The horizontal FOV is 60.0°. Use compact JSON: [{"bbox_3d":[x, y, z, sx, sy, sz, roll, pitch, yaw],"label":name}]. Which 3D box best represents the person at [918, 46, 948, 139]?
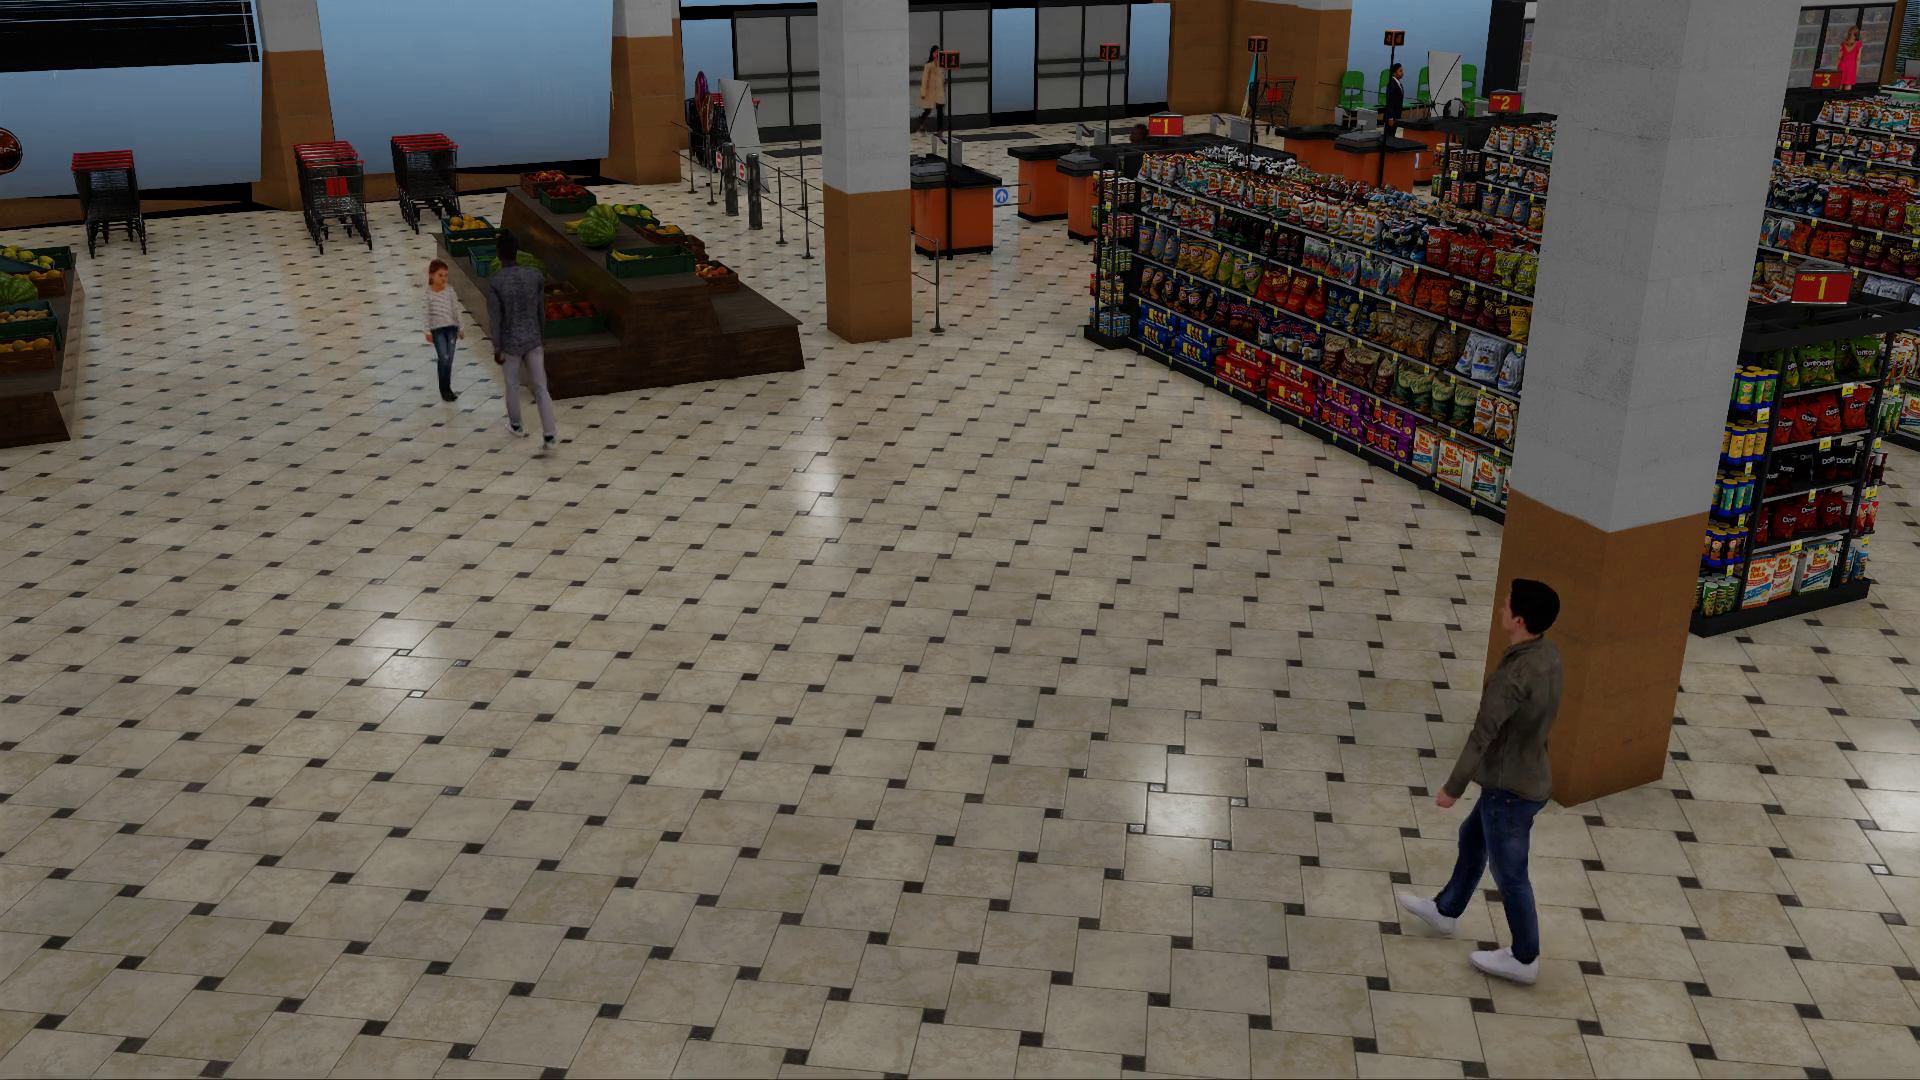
[{"bbox_3d":[-0.513,-8.079,30.141,0.694,1.642,1.108,-12,25,-28],"label":"person"}]

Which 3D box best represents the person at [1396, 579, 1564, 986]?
[{"bbox_3d":[2.431,1.080,7.080,1.098,1.840,0.974,14,26,32],"label":"person"}]

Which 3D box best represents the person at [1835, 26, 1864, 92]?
[{"bbox_3d":[17.807,-9.437,33.406,0.596,1.728,0.709,19,29,39],"label":"person"}]

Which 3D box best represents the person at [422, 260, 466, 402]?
[{"bbox_3d":[-4.782,-1.932,15.298,0.531,1.303,0.574,-18,28,-37],"label":"person"}]

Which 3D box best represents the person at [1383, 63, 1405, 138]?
[{"bbox_3d":[6.993,-6.841,26.947,0.738,1.727,0.708,11,24,25],"label":"person"}]

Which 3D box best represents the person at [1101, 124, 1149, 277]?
[{"bbox_3d":[2.241,-4.044,19.888,0.983,1.799,1.001,-1,22,-3],"label":"person"}]

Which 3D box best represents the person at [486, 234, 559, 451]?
[{"bbox_3d":[-3.586,-1.589,13.779,0.838,1.798,1.235,-15,26,-33],"label":"person"}]
